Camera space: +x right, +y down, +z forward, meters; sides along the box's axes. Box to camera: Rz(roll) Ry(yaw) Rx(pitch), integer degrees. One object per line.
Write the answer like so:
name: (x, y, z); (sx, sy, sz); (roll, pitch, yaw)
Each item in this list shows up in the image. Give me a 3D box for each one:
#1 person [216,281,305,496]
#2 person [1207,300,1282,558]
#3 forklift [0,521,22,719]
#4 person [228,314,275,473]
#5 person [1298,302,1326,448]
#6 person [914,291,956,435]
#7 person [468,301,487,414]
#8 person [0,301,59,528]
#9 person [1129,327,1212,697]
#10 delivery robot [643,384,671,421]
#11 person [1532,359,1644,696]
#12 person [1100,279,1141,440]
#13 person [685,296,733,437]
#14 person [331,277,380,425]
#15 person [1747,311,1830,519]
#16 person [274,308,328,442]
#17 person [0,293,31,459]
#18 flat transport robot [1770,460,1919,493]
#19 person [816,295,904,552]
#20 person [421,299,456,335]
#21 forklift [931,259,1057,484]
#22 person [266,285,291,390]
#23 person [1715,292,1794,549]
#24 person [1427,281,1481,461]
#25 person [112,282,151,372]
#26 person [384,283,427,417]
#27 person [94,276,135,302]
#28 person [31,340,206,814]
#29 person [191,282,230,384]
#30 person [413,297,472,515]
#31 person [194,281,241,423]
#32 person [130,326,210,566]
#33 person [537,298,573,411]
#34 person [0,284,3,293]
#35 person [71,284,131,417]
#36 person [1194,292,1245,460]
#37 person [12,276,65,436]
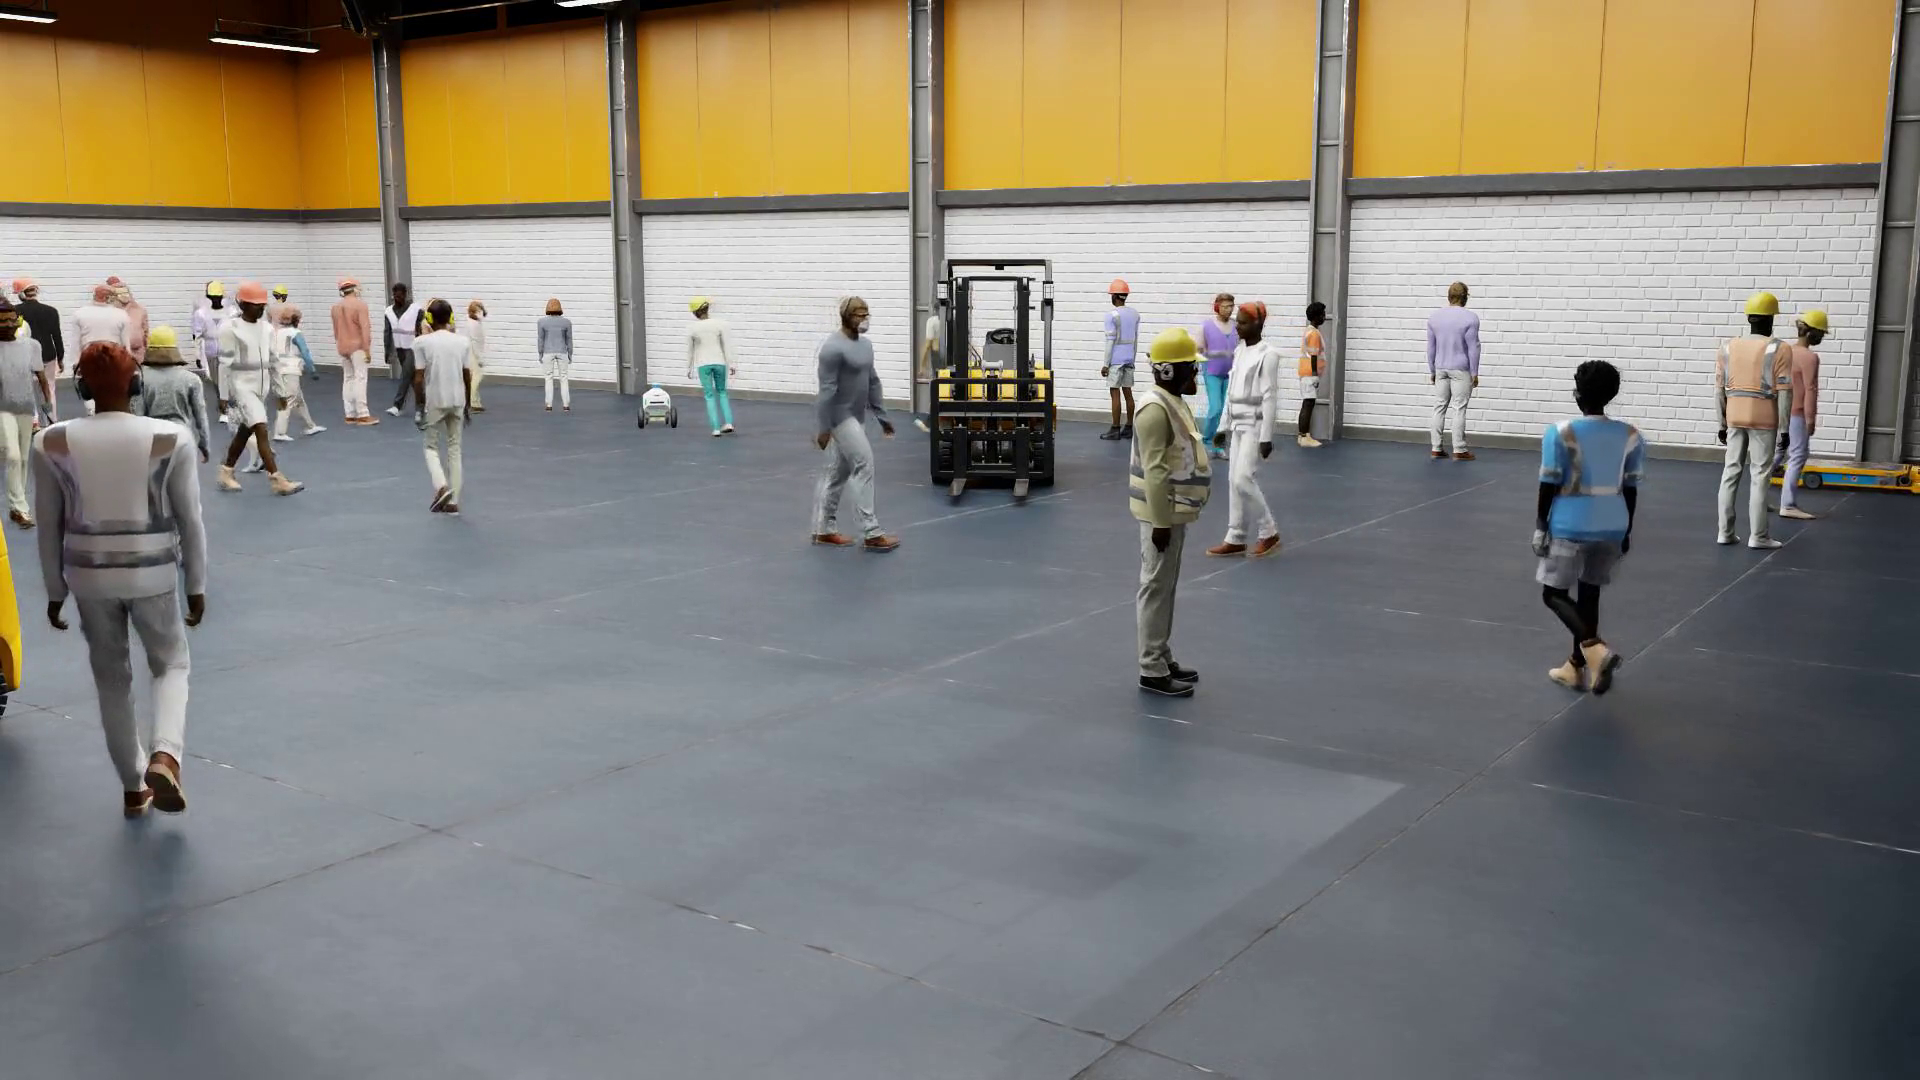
person: (-6.563, -1.399, 15.403); (1.093, 1.976, 0.616); (4, 10, 20)
person: (2.062, -0.789, 12.046); (0.431, 1.879, 0.599); (-2, 10, -13)
forklift: (-5.296, -0.090, 6.943); (1.214, 2.155, 2.313); (7, 12, 35)
person: (-7.170, -1.466, 16.814); (0.416, 1.626, 0.533); (3, 10, 16)
person: (4.092, -1.918, 19.337); (0.320, 1.690, 0.529); (1, 10, 9)
person: (-0.277, -2.122, 20.207); (0.540, 1.798, 0.937); (-9, 13, -44)
person: (-6.854, -2.597, 23.659); (0.323, 1.597, 0.597); (-2, 10, -11)
person: (-7.636, -1.008, 13.513); (0.855, 1.831, 0.496); (8, 12, 39)
person: (1.056, -0.147, 8.354); (0.403, 1.835, 0.588); (3, 10, 15)
delivery robot: (-3.954, -1.797, 21.681); (0.477, 0.478, 0.707); (-1, 10, -11)
person: (3.109, -0.034, 8.178); (0.543, 1.658, 0.607); (-2, 10, -11)
person: (1.918, -2.172, 20.106); (0.543, 1.939, 0.356); (-8, 13, -41)
person: (-3.098, -2.138, 20.500); (0.569, 1.724, 0.429); (-3, 10, -18)
person: (-7.977, -2.496, 22.037); (0.792, 1.951, 0.428); (5, 11, 27)
person: (7.007, -1.054, 14.020); (0.478, 1.745, 0.622); (0, 10, -1)
person: (-8.035, -2.001, 20.107); (0.517, 1.595, 0.801); (8, 13, 40)
person: (-10.397, -1.768, 18.075); (0.438, 1.813, 0.635); (9, 13, 43)
flat transport robot: (8.496, -0.620, 15.818); (1.431, 0.197, 0.652); (6, 11, 30)
person: (-0.726, -0.860, 12.409); (0.879, 1.901, 0.629); (3, 10, 18)
person: (-7.185, -2.508, 22.974); (0.306, 1.645, 0.522); (9, 13, 44)
forklift: (0.370, -1.738, 16.759); (1.214, 2.155, 2.313); (1, 10, 3)
person: (-11.372, -3.389, 27.894); (0.518, 1.757, 0.340); (3, 10, 16)
person: (5.966, -0.892, 12.508); (0.359, 1.930, 0.588); (-7, 12, -35)
person: (5.351, -1.823, 18.028); (0.372, 1.940, 0.629); (-8, 13, -41)
person: (-11.396, -2.574, 22.711); (0.661, 1.882, 0.642); (7, 12, 36)
person: (-7.736, -2.651, 23.233); (0.603, 1.850, 1.001); (3, 10, 20)
person: (-14.511, -3.583, 28.632); (0.641, 1.903, 0.402); (-5, 11, -28)
person: (-3.194, 0.173, 6.357); (0.582, 1.864, 0.561); (-4, 10, -21)
person: (-13.231, -3.663, 29.421); (0.655, 1.792, 0.888); (-5, 11, -27)
person: (-4.371, -1.120, 14.101); (0.517, 1.850, 0.434); (-6, 11, -32)
person: (-10.004, -2.550, 22.495); (0.594, 1.890, 0.962); (-2, 10, -14)
person: (-5.639, -0.676, 11.896); (0.498, 1.701, 0.885); (-5, 11, -26)
person: (-5.821, -2.660, 23.945); (0.493, 1.623, 0.290); (-3, 10, -19)
person: (-11.926, -2.285, 20.671); (0.443, 1.968, 0.635); (-3, 10, -15)
person: (-10.441, -2.165, 20.253); (0.668, 1.881, 0.505); (-6, 11, -30)
person: (2.809, -1.761, 17.997); (0.606, 1.822, 0.449); (-5, 11, -26)
person: (-11.196, -2.203, 20.160); (0.661, 1.973, 0.418); (-8, 12, -39)
